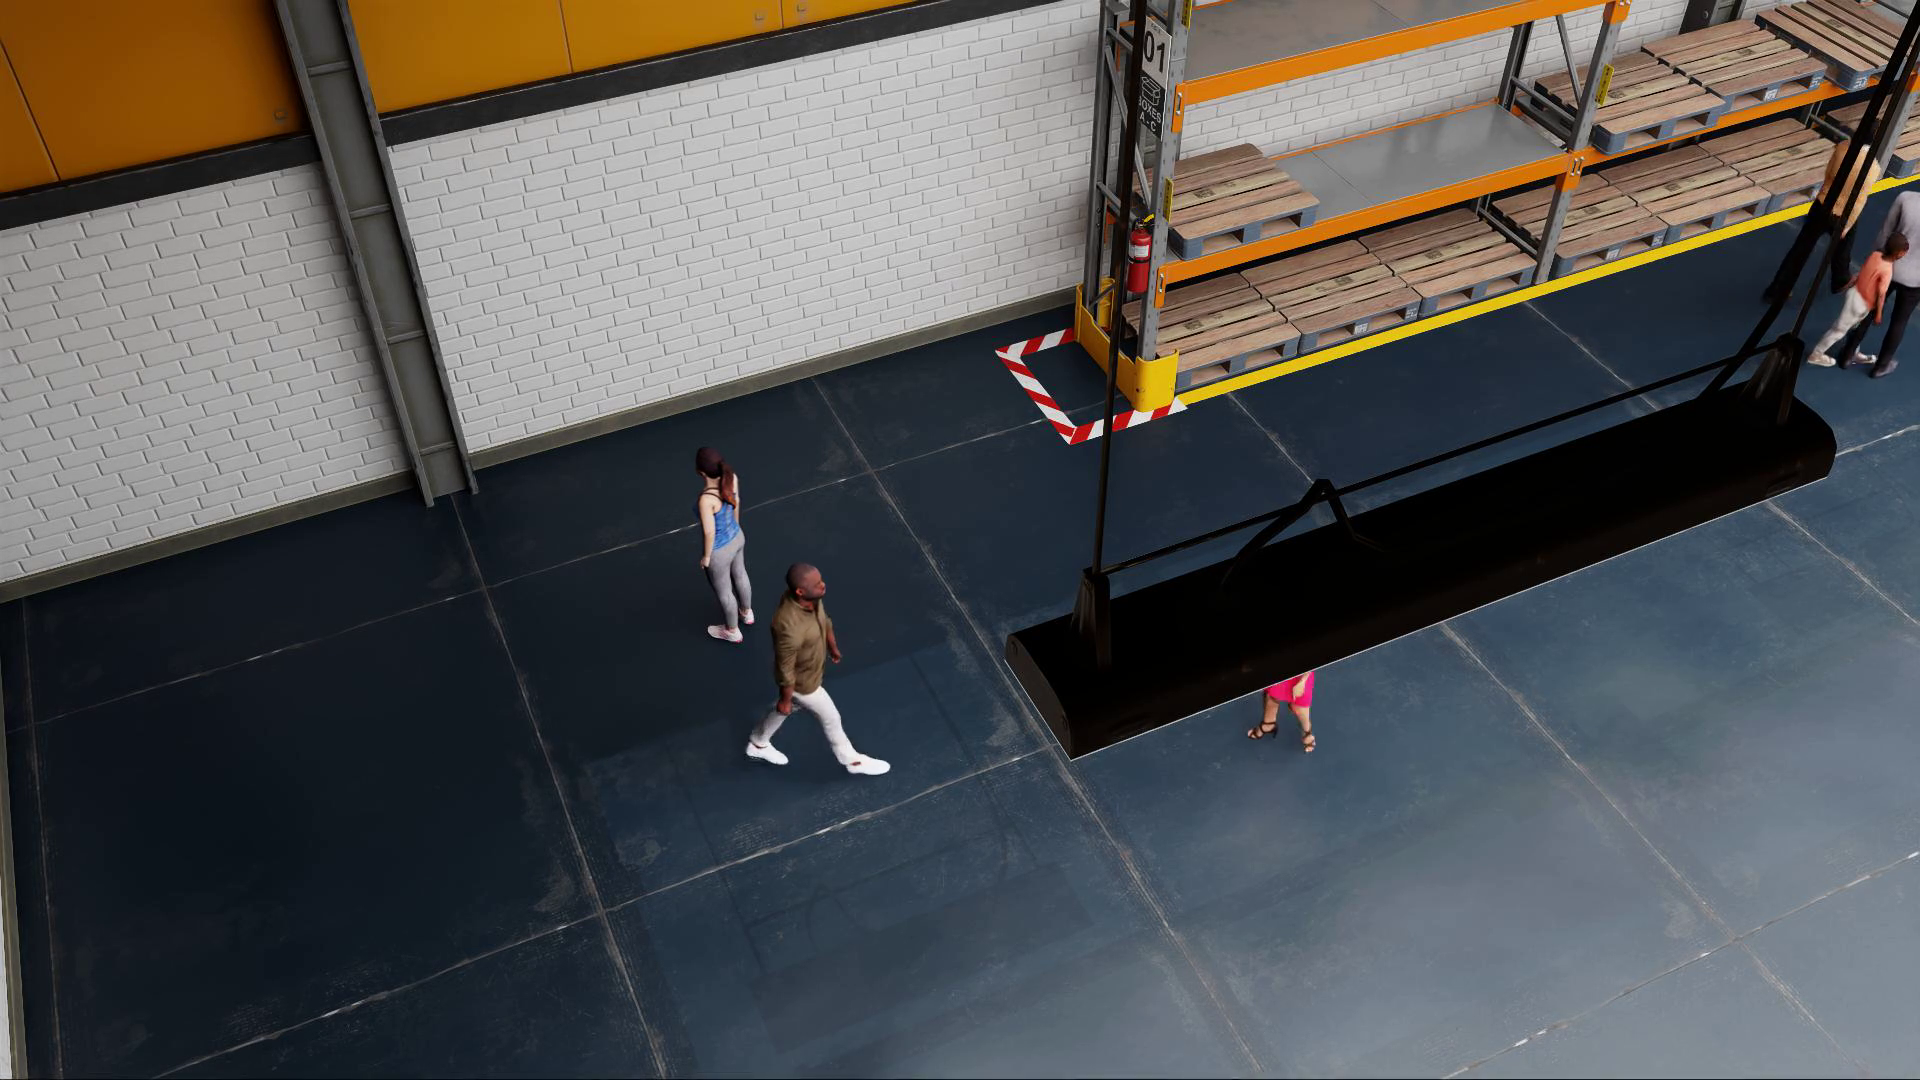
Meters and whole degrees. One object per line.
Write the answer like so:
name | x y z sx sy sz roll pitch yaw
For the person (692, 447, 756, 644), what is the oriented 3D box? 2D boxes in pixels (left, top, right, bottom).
person | -1.581 0.024 11.050 0.711 1.608 0.635 19 47 18

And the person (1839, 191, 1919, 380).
person | 7.430 -2.129 13.082 0.831 1.921 0.790 30 51 28

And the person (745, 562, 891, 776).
person | -1.034 0.809 10.098 1.299 1.784 1.115 4 44 5

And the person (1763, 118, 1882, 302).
person | 7.192 -2.684 13.819 1.123 1.709 0.680 -16 46 -16

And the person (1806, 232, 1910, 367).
person | 7.134 -1.909 13.312 0.846 1.286 0.739 6 44 6
